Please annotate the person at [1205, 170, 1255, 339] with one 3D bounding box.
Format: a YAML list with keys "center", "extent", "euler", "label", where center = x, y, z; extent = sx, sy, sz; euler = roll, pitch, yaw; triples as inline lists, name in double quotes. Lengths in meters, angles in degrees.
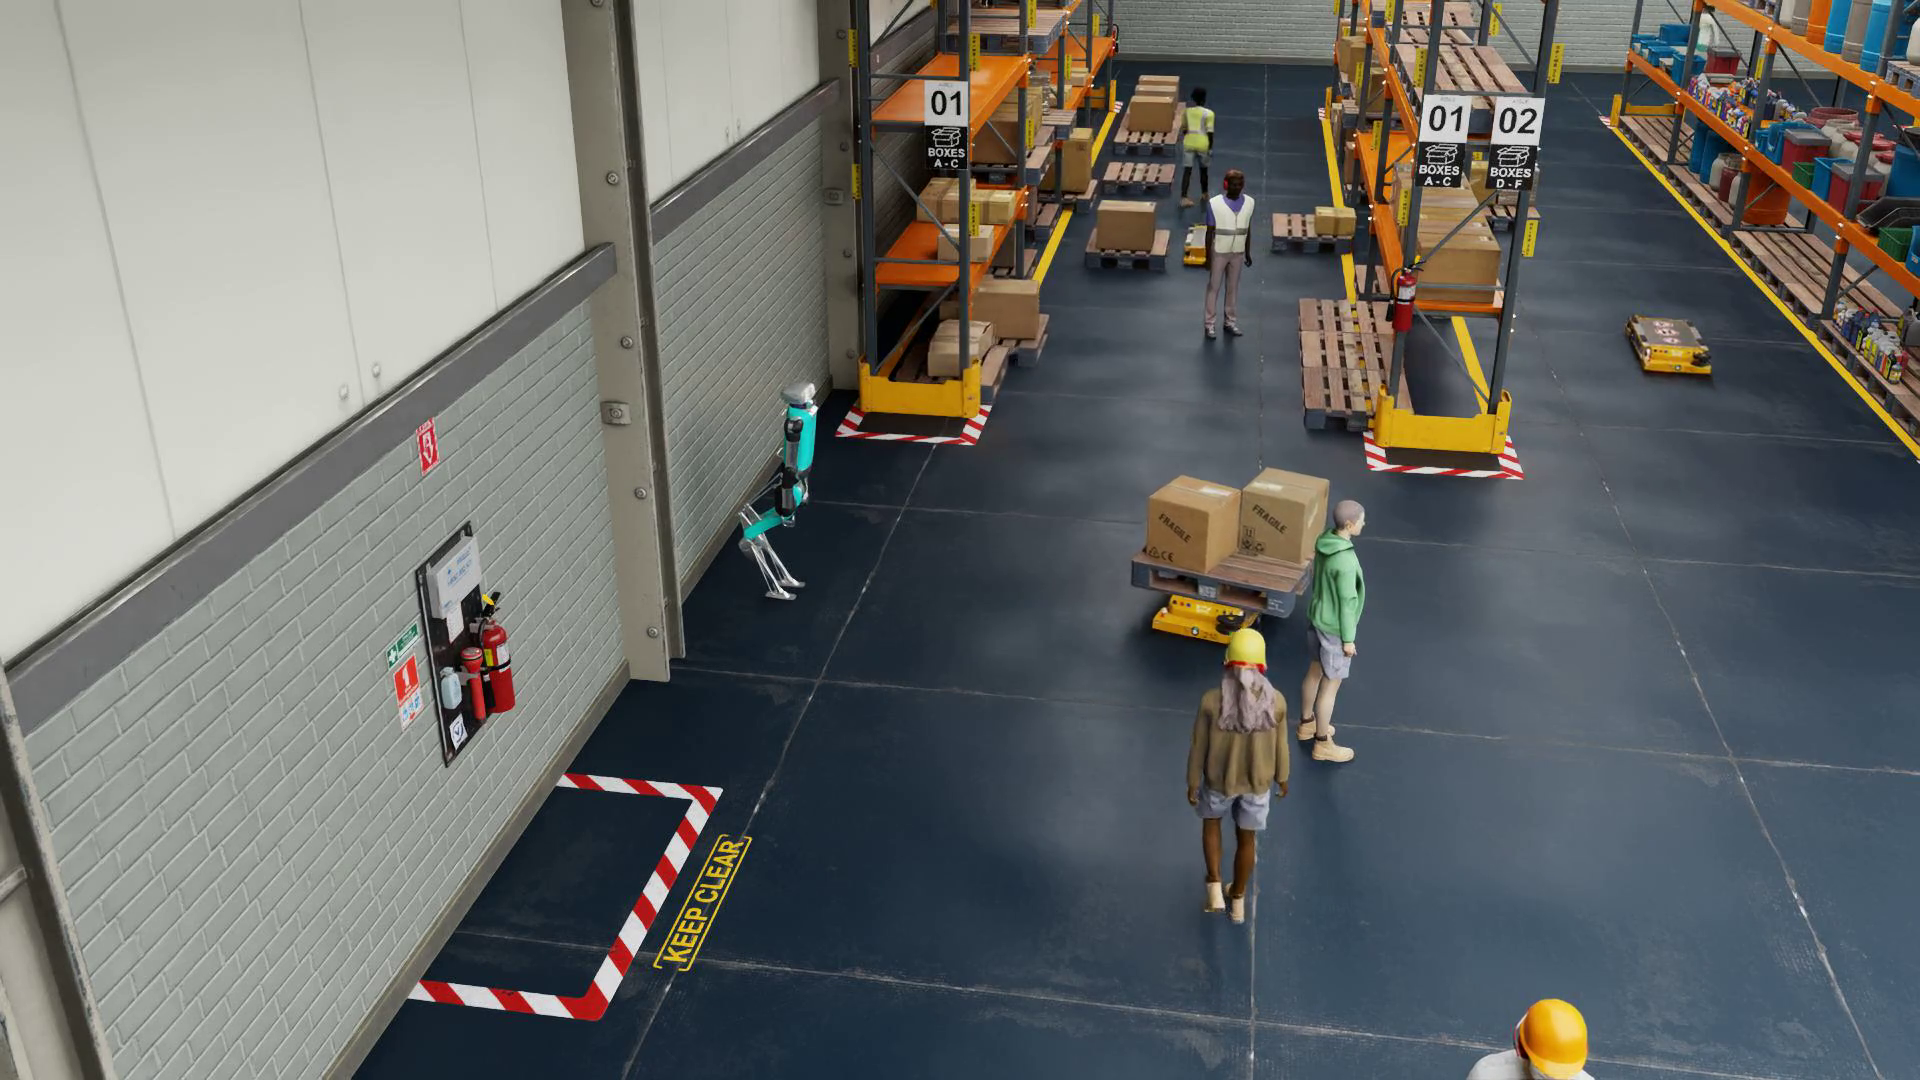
- center: [2.929, -3.139, 18.211]
  extent: [0.562, 1.847, 0.389]
  euler: [-9, 26, -18]
  label: "person"

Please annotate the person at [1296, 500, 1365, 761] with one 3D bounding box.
- center: [2.327, 0.557, 10.425]
  extent: [0.334, 1.741, 0.483]
  euler: [-4, 25, -9]
  label: "person"

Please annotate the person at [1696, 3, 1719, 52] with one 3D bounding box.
- center: [14.397, -9.577, 32.121]
  extent: [0.773, 1.739, 0.536]
  euler: [-9, 26, -18]
  label: "person"

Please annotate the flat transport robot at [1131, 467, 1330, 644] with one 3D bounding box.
- center: [2.005, 0.365, 12.577]
  extent: [0.659, 0.231, 1.431]
  euler: [12, 27, 23]
  label: "flat transport robot"

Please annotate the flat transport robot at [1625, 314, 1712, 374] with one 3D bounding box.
- center: [7.597, -2.107, 17.868]
  extent: [0.659, 0.231, 1.431]
  euler: [5, 26, 11]
  label: "flat transport robot"

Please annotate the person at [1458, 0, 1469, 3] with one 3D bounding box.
- center: [9.354, -9.270, 31.328]
  extent: [0.426, 1.845, 0.522]
  euler: [10, 27, 20]
  label: "person"

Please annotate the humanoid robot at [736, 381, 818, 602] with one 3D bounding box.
- center: [-1.391, -0.369, 12.299]
  extent: [0.732, 1.692, 0.534]
  euler: [4, 25, 9]
  label: "humanoid robot"

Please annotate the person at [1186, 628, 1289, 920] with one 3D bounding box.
- center: [1.485, 1.273, 8.881]
  extent: [0.552, 1.748, 0.438]
  euler: [3, 25, 5]
  label: "person"

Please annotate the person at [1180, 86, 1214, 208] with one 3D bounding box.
- center: [3.378, -5.607, 23.708]
  extent: [0.538, 1.648, 0.821]
  euler: [14, 28, 27]
  label: "person"

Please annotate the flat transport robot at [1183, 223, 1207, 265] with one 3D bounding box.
- center: [3.261, -3.814, 21.521]
  extent: [0.659, 0.231, 1.431]
  euler: [4, 25, 9]
  label: "flat transport robot"

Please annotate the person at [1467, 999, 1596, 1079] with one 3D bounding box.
- center: [2.072, 2.461, 6.183]
  extent: [0.569, 1.889, 0.389]
  euler: [8, 26, 17]
  label: "person"
